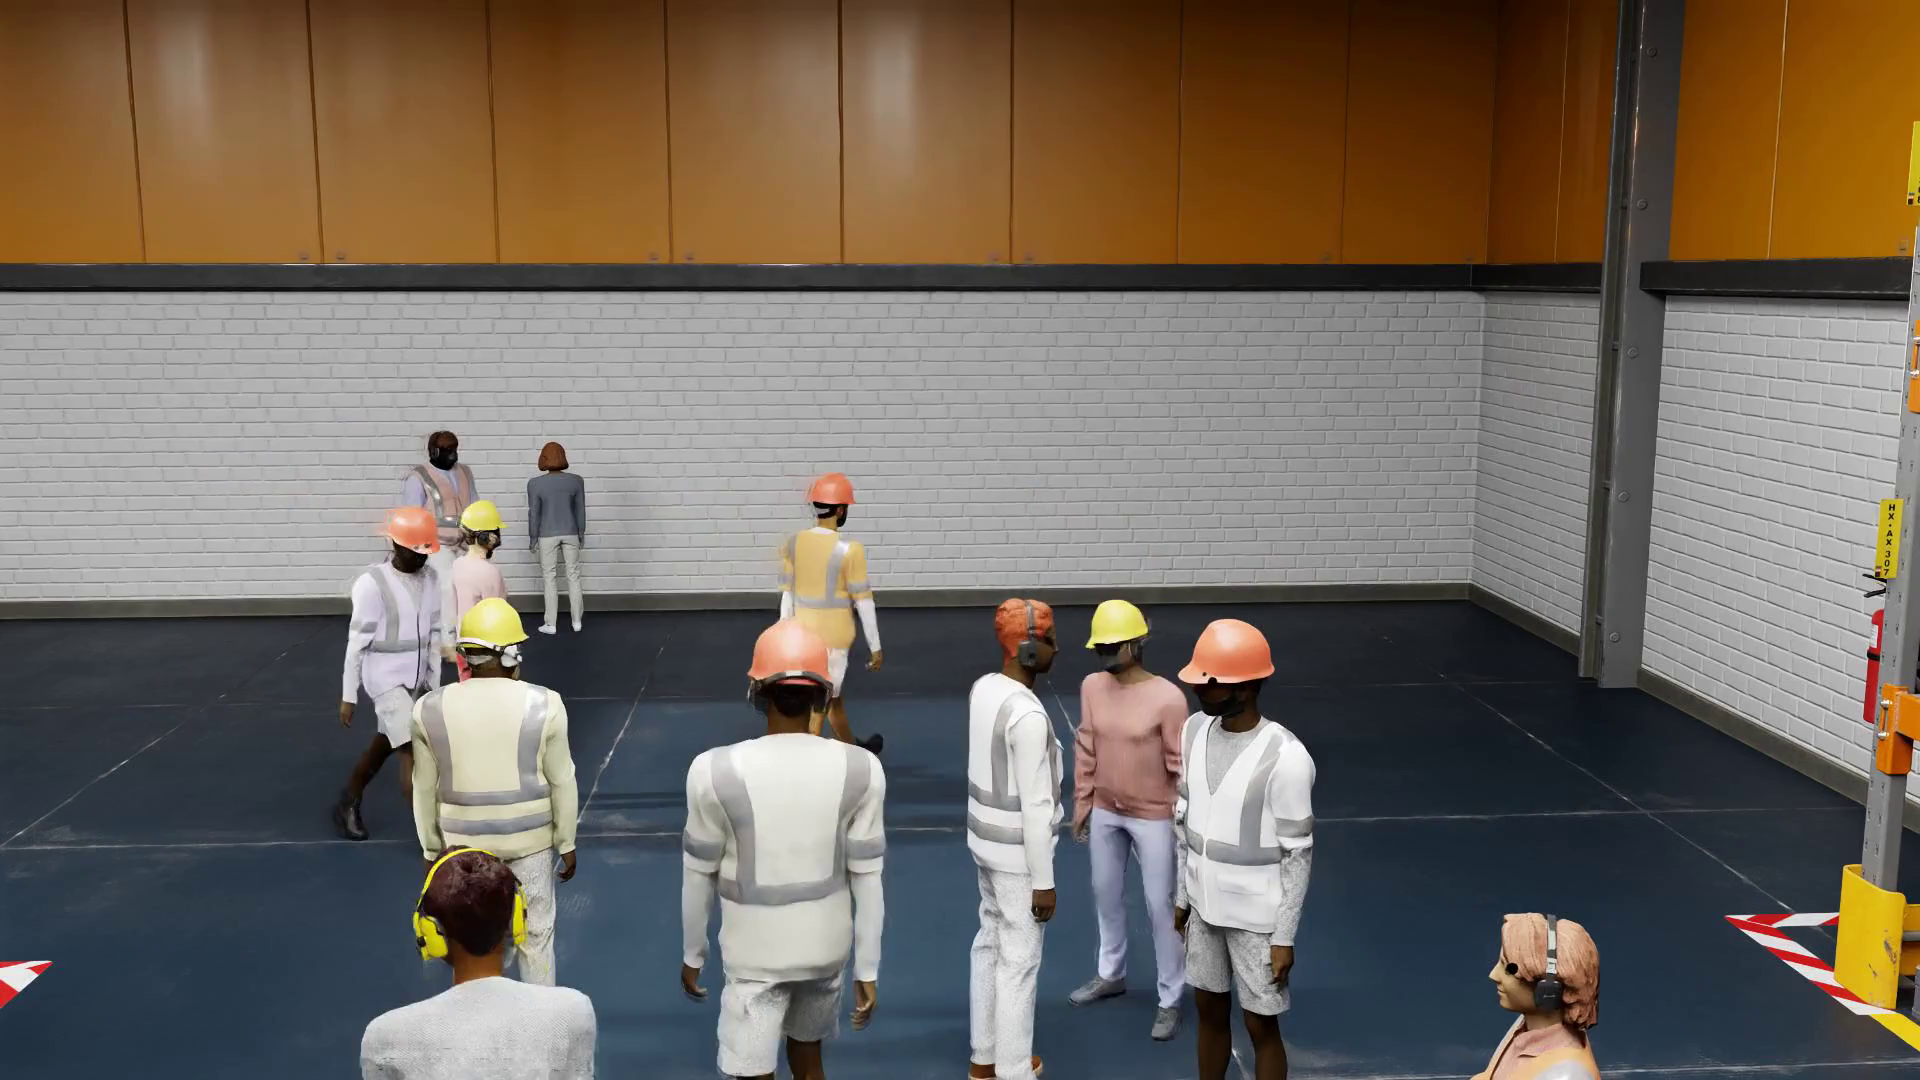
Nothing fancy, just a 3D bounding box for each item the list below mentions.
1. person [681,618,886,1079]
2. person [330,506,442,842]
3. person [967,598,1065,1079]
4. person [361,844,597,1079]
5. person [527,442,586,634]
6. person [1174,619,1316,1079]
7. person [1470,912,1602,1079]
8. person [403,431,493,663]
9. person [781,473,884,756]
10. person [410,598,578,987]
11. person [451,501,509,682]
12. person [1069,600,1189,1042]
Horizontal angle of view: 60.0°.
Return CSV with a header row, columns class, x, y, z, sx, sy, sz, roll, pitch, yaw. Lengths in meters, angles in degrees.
class,x,y,z,sx,sy,sz,roll,pitch,yaw
person,-0.499,1.249,4.988,0.609,2.015,0.904,-3,10,-20
person,-3.005,0.732,8.729,1.026,1.859,0.614,3,10,20
person,0.203,1.141,6.041,0.338,1.883,0.584,-3,10,-19
person,-1.037,1.571,3.622,0.533,1.811,1.046,-5,10,-27
person,-3.411,-0.018,14.096,0.500,1.636,0.286,-6,11,-32
person,0.896,1.206,5.479,0.376,1.934,0.547,-7,11,-36
person,1.293,1.628,3.748,0.310,1.642,0.514,2,9,12
person,-3.990,0.050,13.110,0.662,1.821,0.639,5,10,27
person,-0.707,0.548,9.741,0.574,1.882,0.985,7,11,36
person,-1.746,1.126,6.307,0.599,1.828,0.404,-1,9,-5
person,-2.694,0.655,9.471,0.319,1.767,0.530,-8,12,-43
person,0.693,1.104,6.707,0.580,1.746,0.384,8,12,41
